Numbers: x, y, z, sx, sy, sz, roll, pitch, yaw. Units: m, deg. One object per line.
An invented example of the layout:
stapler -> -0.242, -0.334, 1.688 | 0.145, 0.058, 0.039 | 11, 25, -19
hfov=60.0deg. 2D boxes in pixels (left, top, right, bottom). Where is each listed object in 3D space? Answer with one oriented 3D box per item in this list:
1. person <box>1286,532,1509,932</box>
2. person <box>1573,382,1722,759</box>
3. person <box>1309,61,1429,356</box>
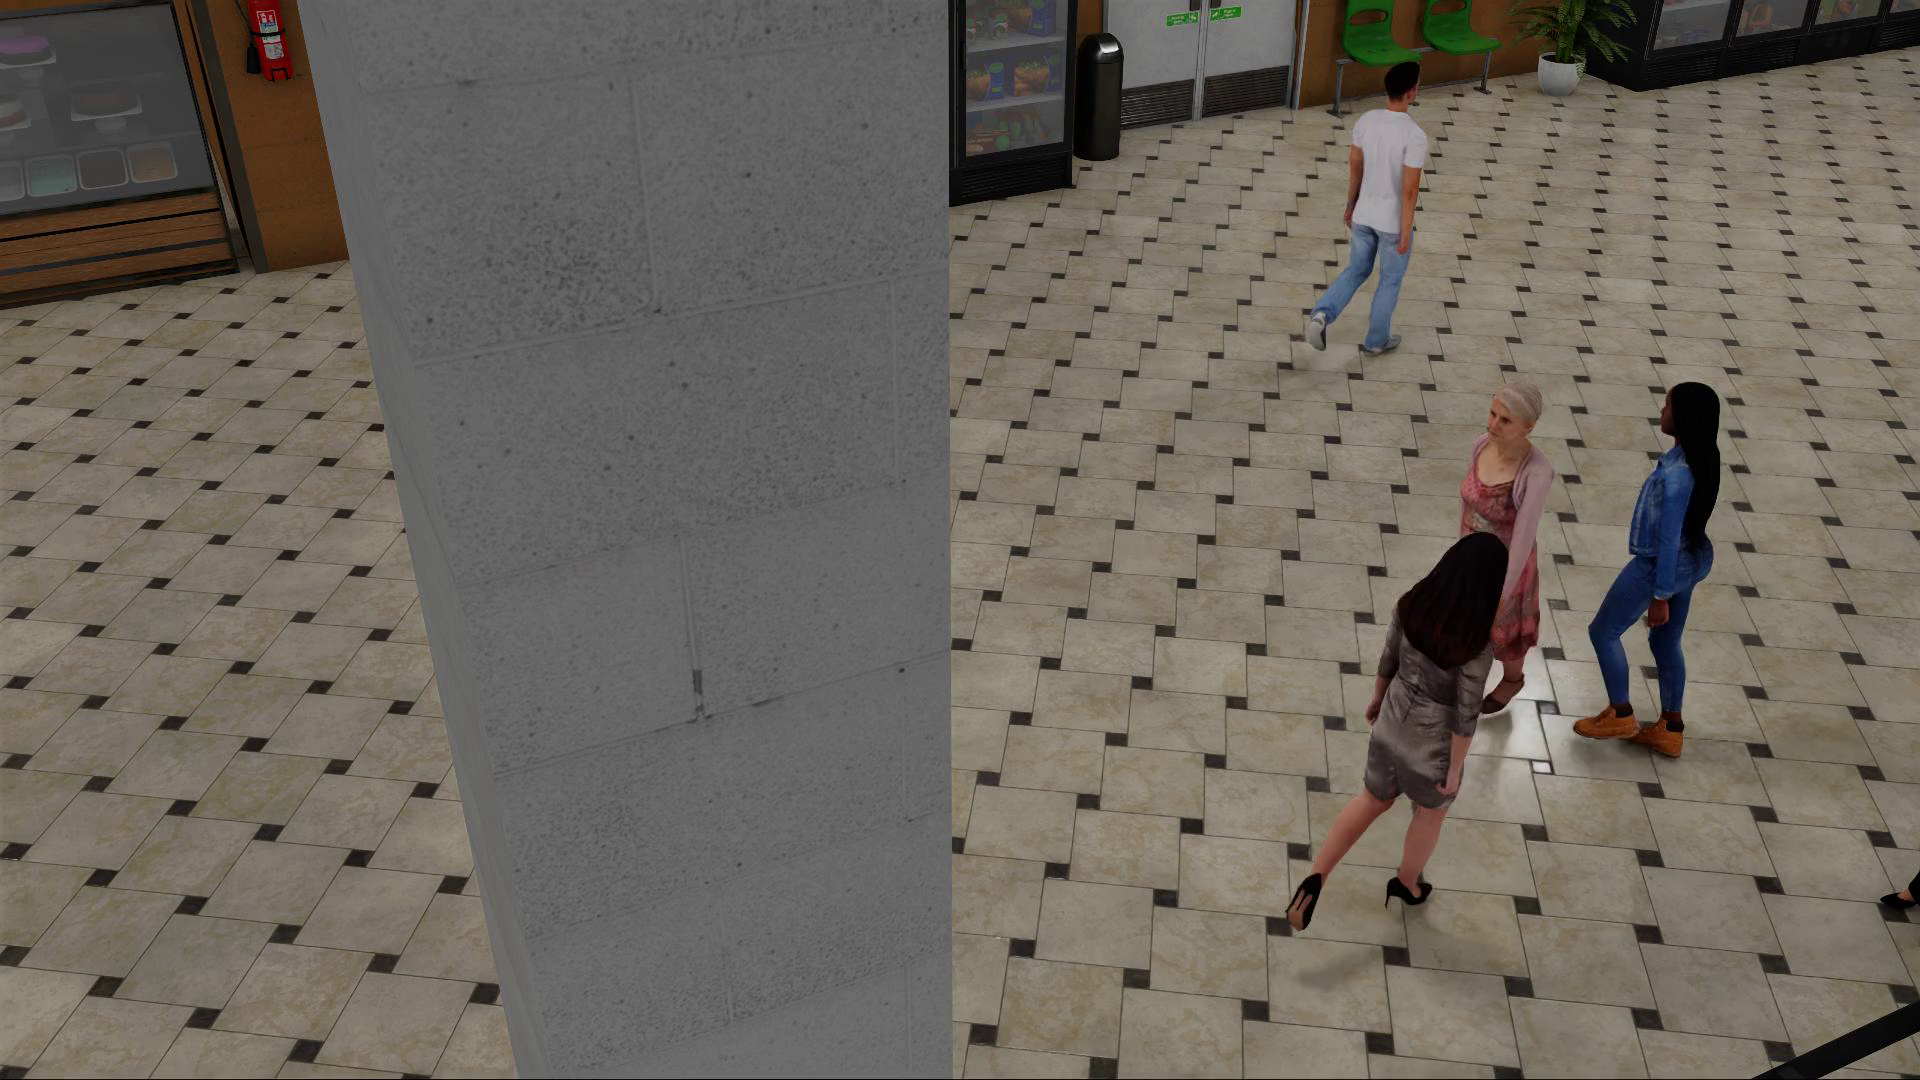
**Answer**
person -> 1.557, 0.751, 5.881 | 0.802, 1.718, 0.980 | -23, 39, -32
person -> 2.968, 0.189, 6.813 | 0.831, 1.688, 0.774 | 22, 38, 31
person -> 2.506, -1.948, 10.095 | 0.859, 1.849, 0.951 | -22, 38, -31
